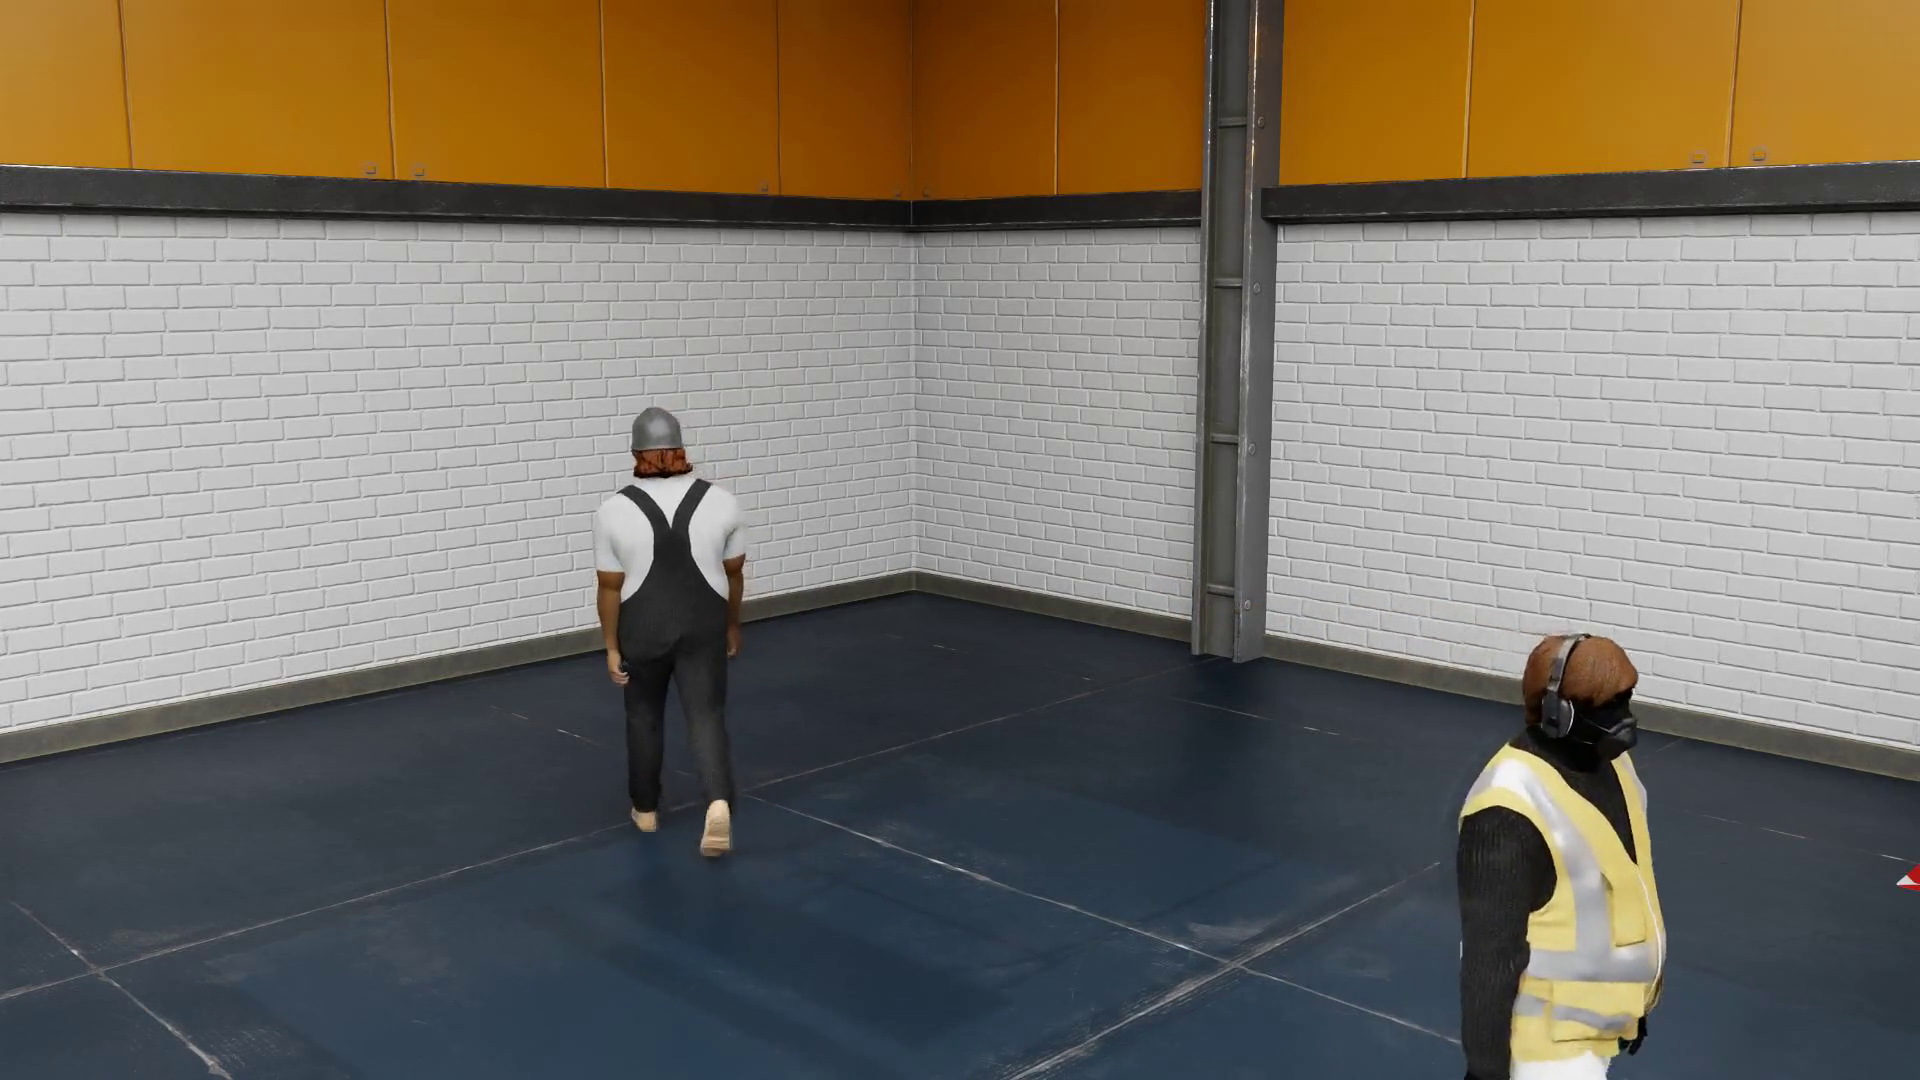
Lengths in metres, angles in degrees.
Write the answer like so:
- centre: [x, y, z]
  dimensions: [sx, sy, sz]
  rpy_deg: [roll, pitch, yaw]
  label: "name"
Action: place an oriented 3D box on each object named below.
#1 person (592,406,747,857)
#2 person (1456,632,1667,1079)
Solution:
- centre: [-1.282, 0.384, 7.461]
  dimensions: [0.687, 2.000, 0.903]
  rpy_deg: [-3, 10, -16]
  label: "person"
- centre: [1.320, 1.083, 3.870]
  dimensions: [0.817, 1.817, 0.621]
  rpy_deg: [8, 12, 39]
  label: "person"
